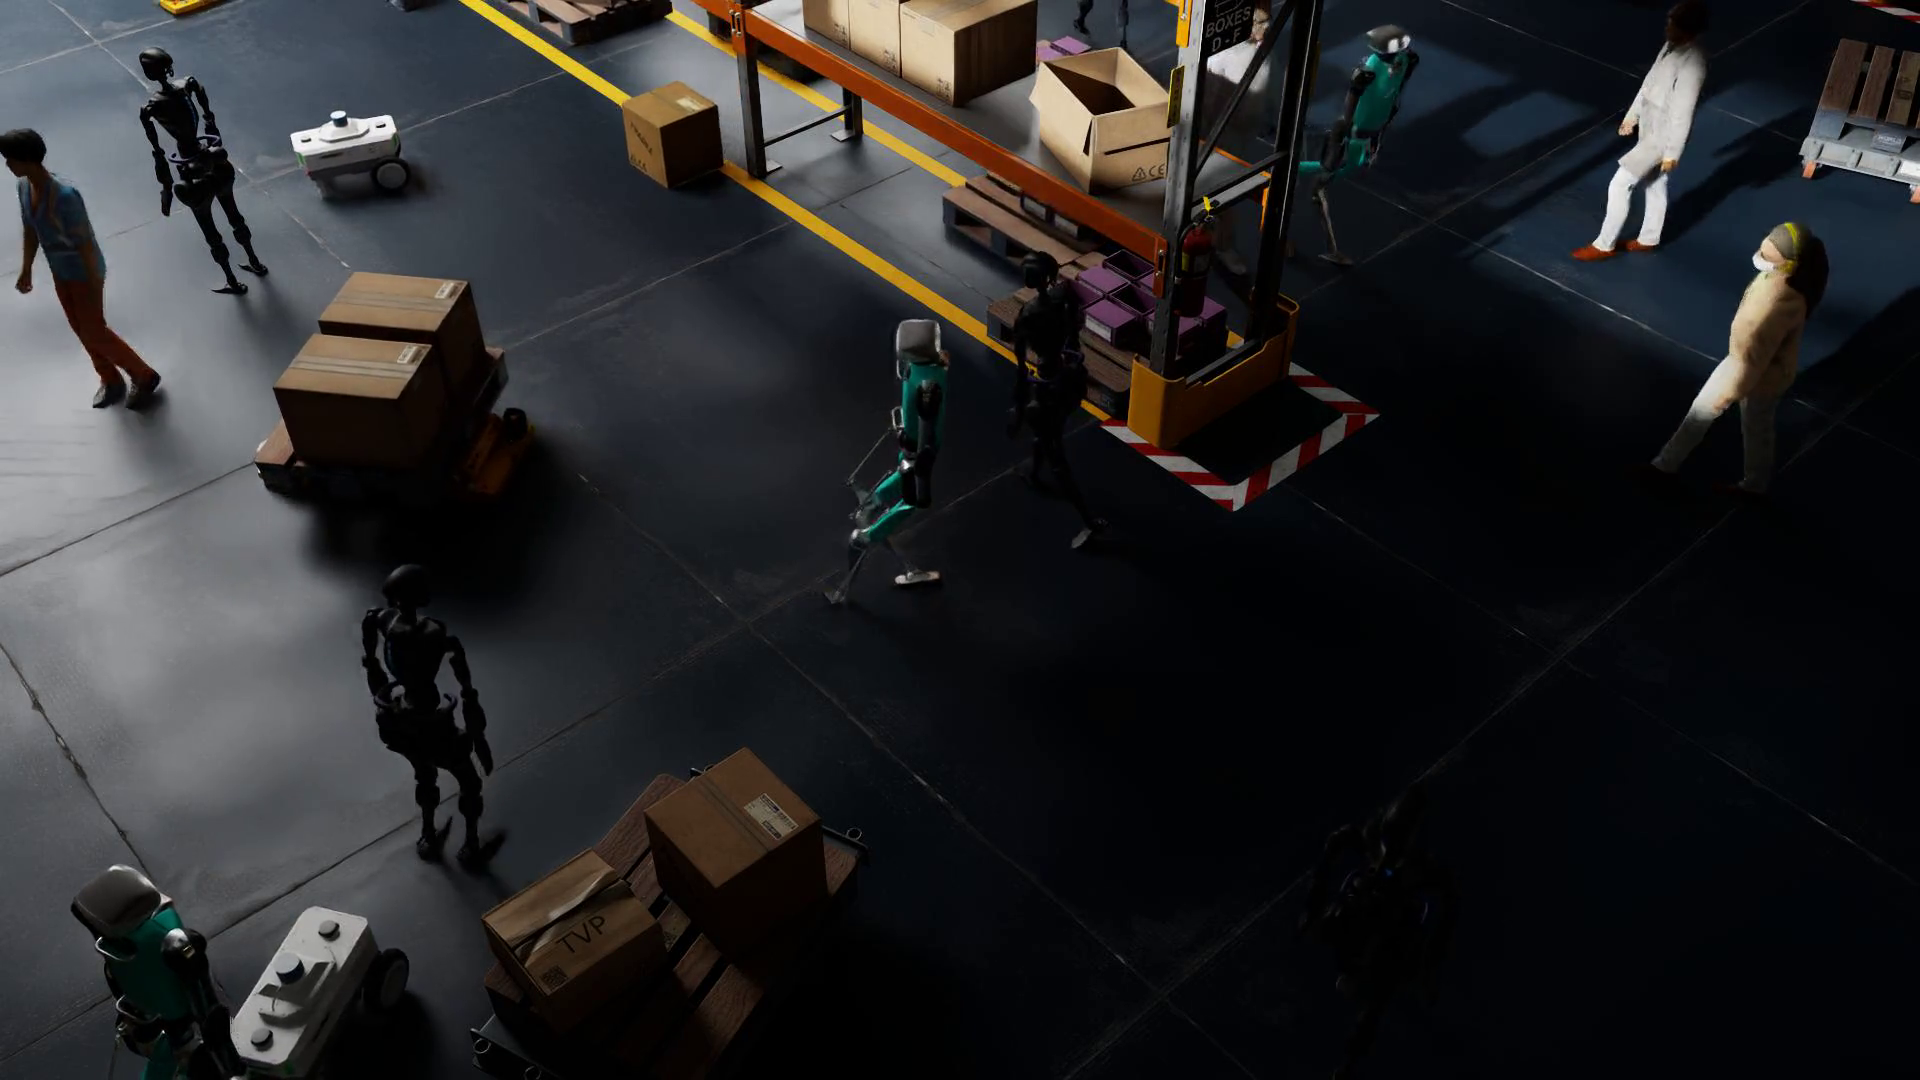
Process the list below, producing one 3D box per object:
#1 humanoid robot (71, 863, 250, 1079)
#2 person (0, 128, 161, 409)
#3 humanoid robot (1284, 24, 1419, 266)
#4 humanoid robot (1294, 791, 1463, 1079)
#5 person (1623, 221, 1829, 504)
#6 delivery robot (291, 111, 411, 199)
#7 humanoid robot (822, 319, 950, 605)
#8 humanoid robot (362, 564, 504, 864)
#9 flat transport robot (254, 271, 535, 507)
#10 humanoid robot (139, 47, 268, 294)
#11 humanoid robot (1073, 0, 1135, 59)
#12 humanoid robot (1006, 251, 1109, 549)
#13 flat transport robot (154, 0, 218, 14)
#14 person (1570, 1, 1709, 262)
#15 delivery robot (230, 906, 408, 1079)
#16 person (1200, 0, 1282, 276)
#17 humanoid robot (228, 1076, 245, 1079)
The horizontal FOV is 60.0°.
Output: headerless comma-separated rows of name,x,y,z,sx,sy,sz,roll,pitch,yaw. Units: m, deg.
humanoid robot,-2.877,1.904,5.869,0.530,1.700,0.717,19,46,19
person,-5.184,-1.543,9.683,0.555,1.743,0.450,22,47,22
humanoid robot,2.428,-2.623,10.865,0.532,1.742,0.876,-26,49,-26
humanoid robot,1.630,1.497,6.464,0.613,1.638,0.769,21,47,22
person,4.207,-0.937,8.958,0.864,1.828,0.574,8,43,8
delivery robot,-4.349,-2.786,11.925,0.781,0.610,0.525,-17,45,-17
humanoid robot,-0.427,-0.308,8.424,0.766,1.894,0.563,-2,43,-2
humanoid robot,-2.309,0.774,7.223,0.608,1.640,0.365,16,45,17
flat transport robot,-3.281,-0.547,9.690,1.431,0.231,0.659,6,43,6
humanoid robot,-4.868,-2.352,10.603,0.315,1.657,0.599,15,45,16
humanoid robot,1.176,-4.671,13.171,0.609,1.623,0.783,-16,45,-16
humanoid robot,0.563,-0.780,8.947,0.768,1.622,0.589,28,50,27
flat transport robot,-6.886,-4.968,14.498,1.431,0.231,0.659,33,52,31
person,4.464,-2.652,10.849,0.750,1.805,0.530,7,43,8
delivery robot,-2.679,1.881,6.848,0.513,0.609,0.780,9,43,10
person,1.852,-2.646,10.781,0.741,1.879,0.657,34,52,31
humanoid robot,-2.354,2.263,5.608,0.785,1.851,0.530,25,48,25
